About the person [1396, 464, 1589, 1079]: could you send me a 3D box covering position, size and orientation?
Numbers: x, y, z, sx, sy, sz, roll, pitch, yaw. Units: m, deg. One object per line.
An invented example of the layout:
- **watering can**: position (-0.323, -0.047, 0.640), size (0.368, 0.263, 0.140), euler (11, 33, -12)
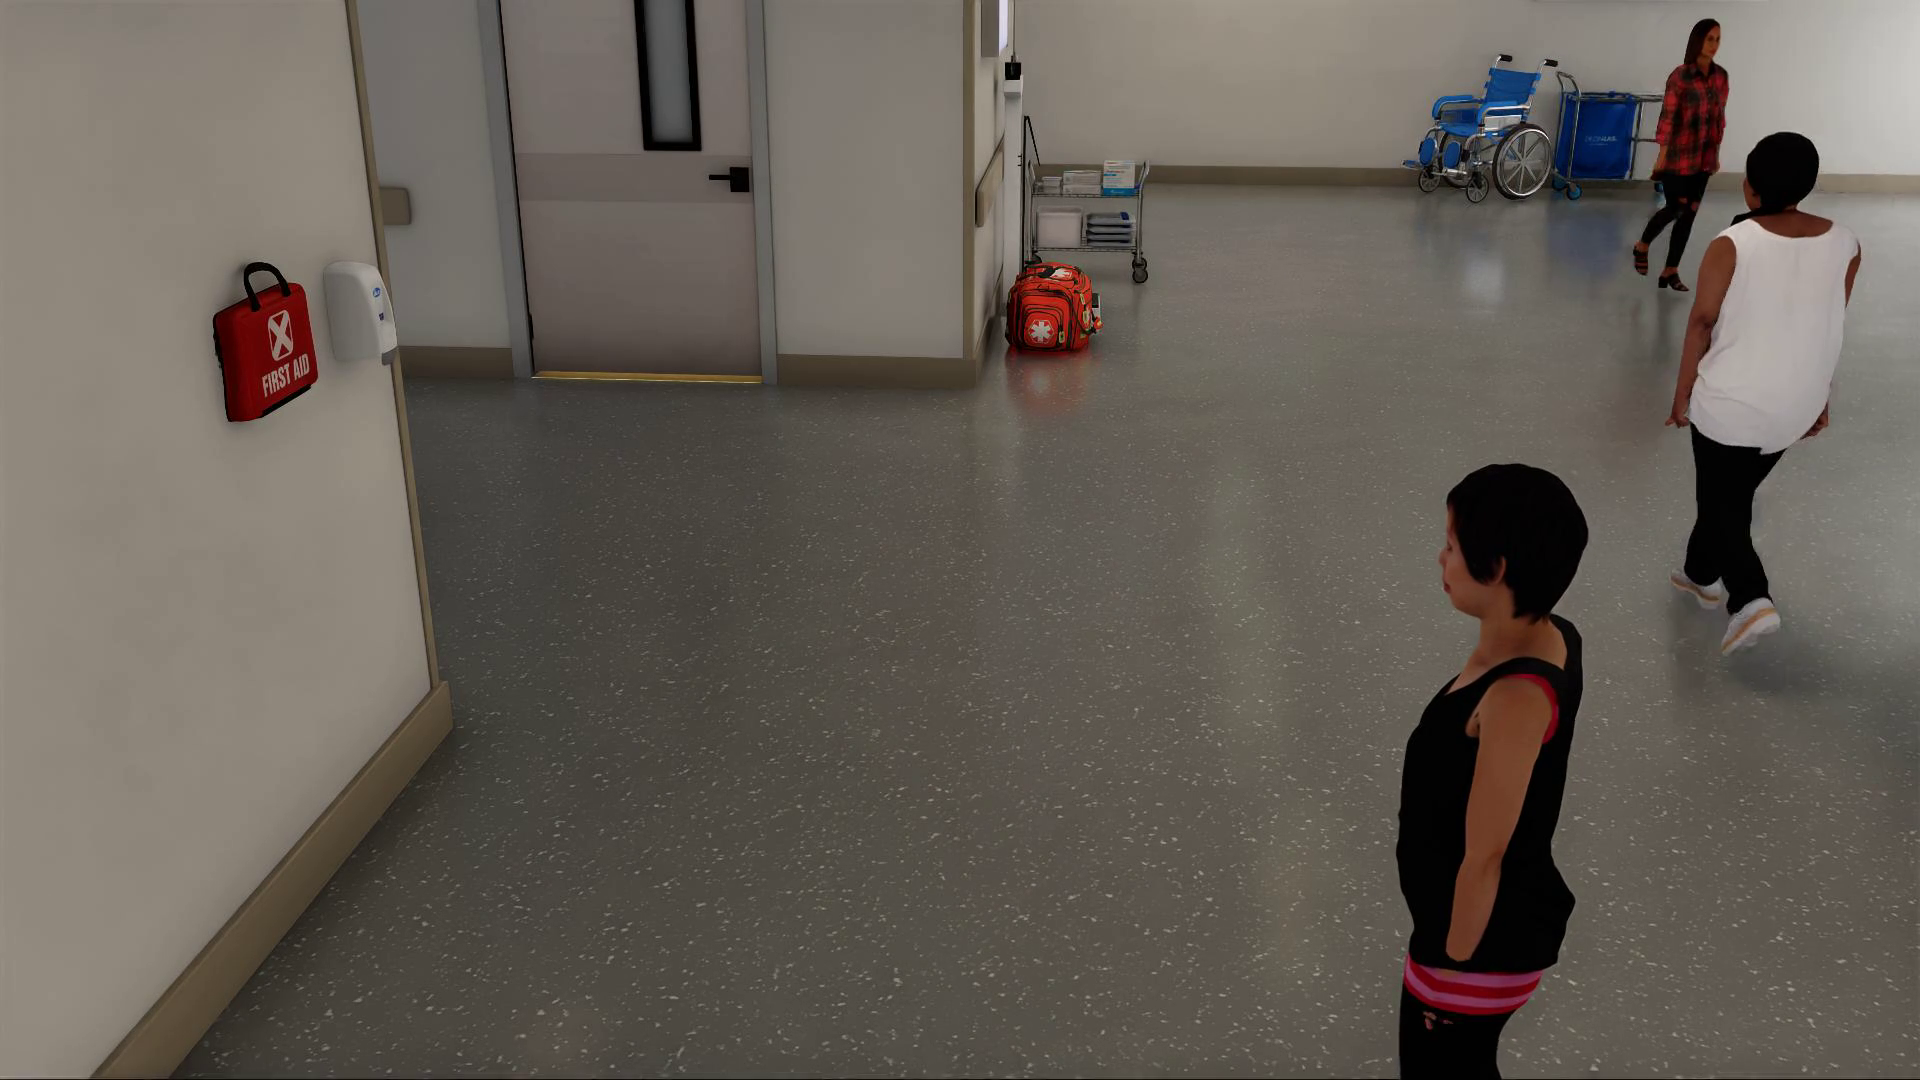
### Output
- **person**: position (0.867, 0.621, 2.744), size (0.669, 1.549, 0.549), euler (8, 22, 21)

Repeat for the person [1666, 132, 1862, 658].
- **person**: position (2.588, -0.442, 5.396), size (0.790, 1.658, 1.122), euler (-3, 21, -7)

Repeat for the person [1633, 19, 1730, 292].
- **person**: position (4.615, -2.462, 10.679), size (0.752, 1.694, 0.815), euler (-7, 22, -18)
